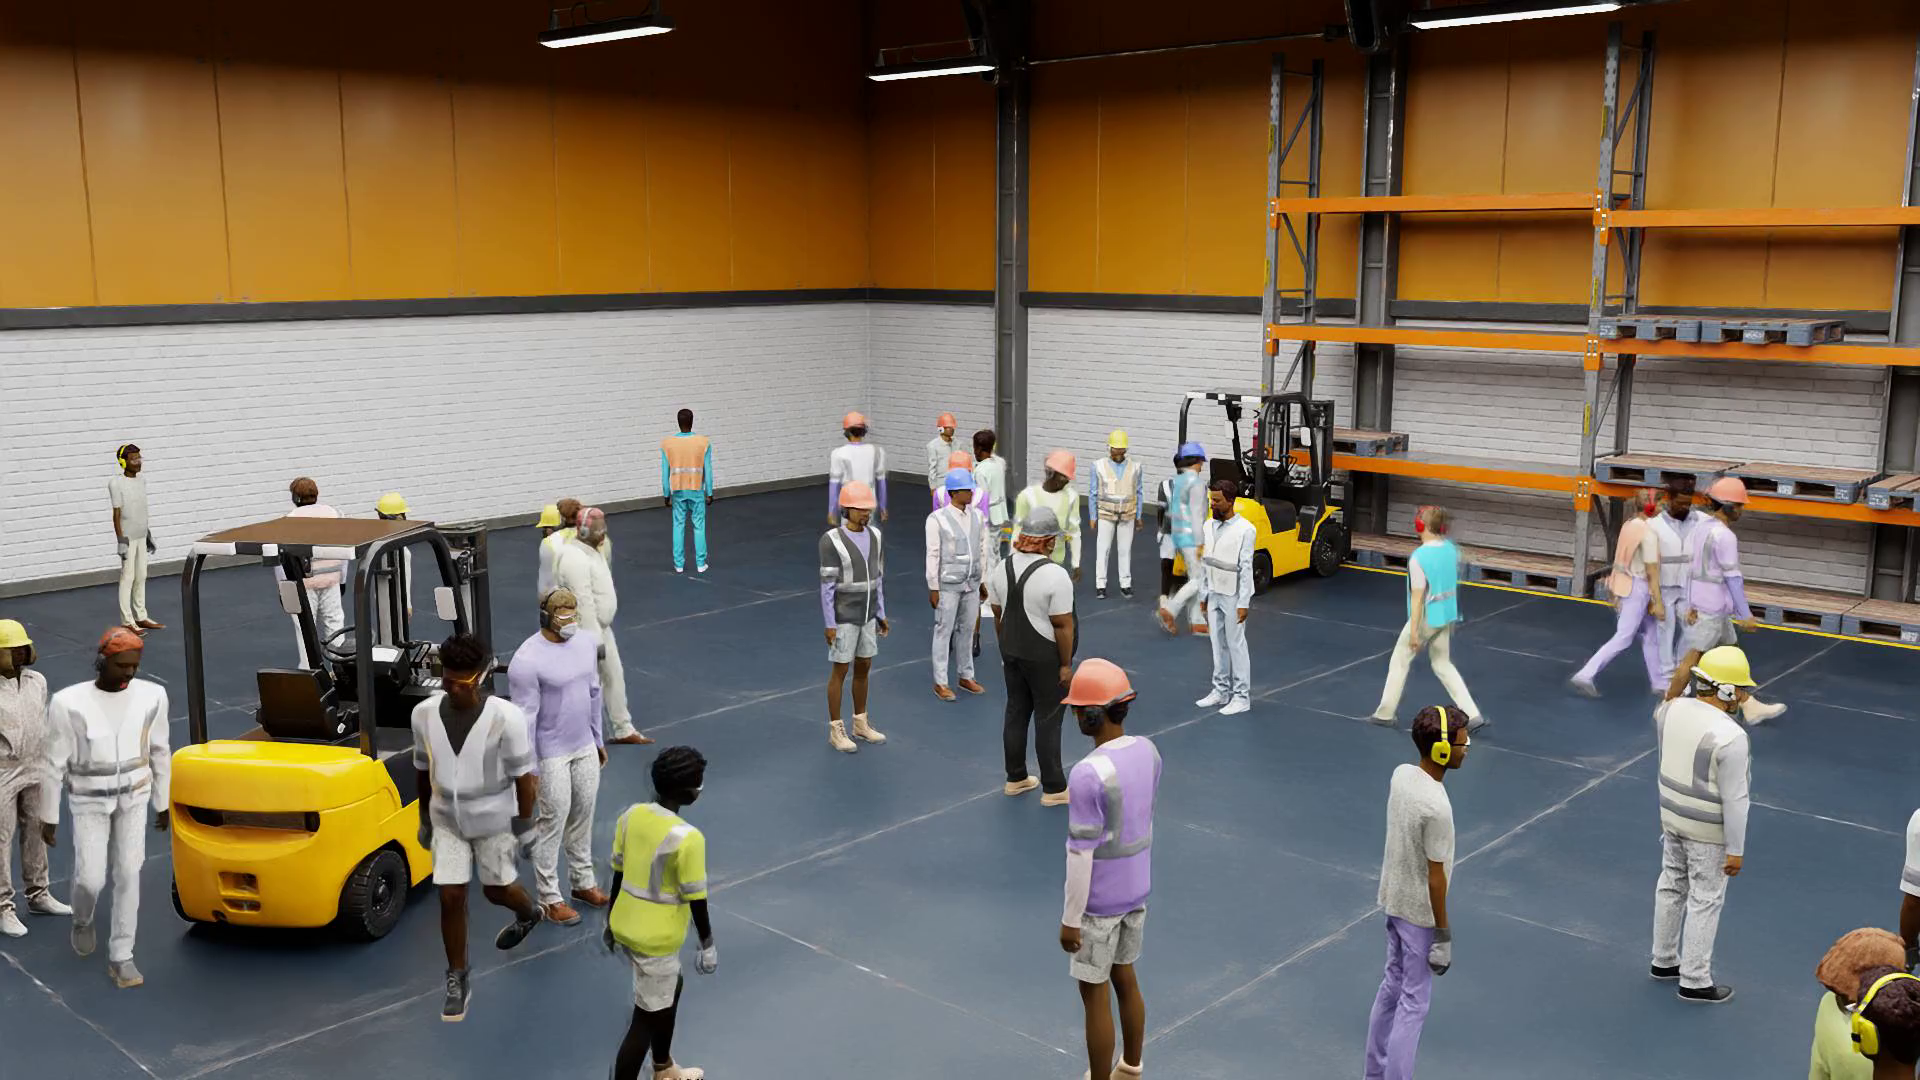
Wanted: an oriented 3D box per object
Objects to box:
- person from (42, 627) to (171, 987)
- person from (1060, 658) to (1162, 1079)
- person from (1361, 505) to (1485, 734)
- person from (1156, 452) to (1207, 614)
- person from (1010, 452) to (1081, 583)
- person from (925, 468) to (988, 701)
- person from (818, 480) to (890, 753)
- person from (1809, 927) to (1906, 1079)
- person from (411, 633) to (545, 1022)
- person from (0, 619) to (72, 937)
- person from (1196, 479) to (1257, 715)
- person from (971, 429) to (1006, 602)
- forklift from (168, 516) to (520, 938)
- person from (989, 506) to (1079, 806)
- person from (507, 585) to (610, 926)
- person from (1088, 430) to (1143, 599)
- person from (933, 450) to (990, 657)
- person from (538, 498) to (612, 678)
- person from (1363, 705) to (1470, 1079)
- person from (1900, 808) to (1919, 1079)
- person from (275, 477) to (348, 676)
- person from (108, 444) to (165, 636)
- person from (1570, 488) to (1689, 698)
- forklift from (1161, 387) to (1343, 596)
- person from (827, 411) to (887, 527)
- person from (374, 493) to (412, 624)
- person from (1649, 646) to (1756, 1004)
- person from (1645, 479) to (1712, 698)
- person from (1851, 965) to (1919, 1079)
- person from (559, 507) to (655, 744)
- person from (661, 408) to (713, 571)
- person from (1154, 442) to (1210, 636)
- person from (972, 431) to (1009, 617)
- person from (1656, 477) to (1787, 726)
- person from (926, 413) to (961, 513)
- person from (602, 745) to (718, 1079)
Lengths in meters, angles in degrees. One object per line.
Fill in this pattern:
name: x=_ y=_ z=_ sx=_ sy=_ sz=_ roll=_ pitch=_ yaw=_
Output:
person: x=-4.406 y=1.350 z=8.568 sx=0.653 sy=1.858 sz=0.546 roll=-9 pitch=14 yaw=-43
person: x=0.613 y=1.511 z=7.181 sx=0.411 sy=2.032 sz=0.611 roll=7 pitch=12 yaw=35
person: x=3.650 y=0.625 z=12.899 sx=0.579 sy=1.805 sz=0.934 roll=-9 pitch=13 yaw=-41
person: x=2.275 y=-0.070 z=17.115 sx=0.530 sy=1.697 sz=0.321 roll=1 pitch=10 yaw=6
person: x=0.787 y=0.196 z=14.837 sx=0.632 sy=1.969 sz=0.926 roll=-5 pitch=11 yaw=-25
person: x=-0.020 y=0.362 z=13.938 sx=0.614 sy=1.949 sz=0.382 roll=-8 pitch=13 yaw=-38
person: x=-0.776 y=0.564 z=12.520 sx=0.379 sy=2.045 sz=0.605 roll=10 pitch=14 yaw=43
person: x=2.858 y=2.026 z=5.391 sx=0.282 sy=1.627 sz=0.502 roll=4 pitch=11 yaw=23
person: x=-2.414 y=1.357 z=8.376 sx=0.647 sy=1.926 sz=0.826 roll=1 pitch=10 yaw=5
person: x=-5.212 y=1.296 z=9.210 sx=0.288 sy=1.746 sz=0.484 roll=3 pitch=10 yaw=18
person: x=2.179 y=0.453 z=13.553 sx=0.386 sy=1.912 sz=0.592 roll=-6 pitch=11 yaw=-29
person: x=0.271 y=-0.267 z=17.845 sx=0.528 sy=1.835 sz=0.441 roll=-9 pitch=13 yaw=-40
forklift: x=-3.583 y=0.976 z=9.748 sx=1.214 sy=2.155 sz=2.313 roll=2 pitch=10 yaw=11
person: x=0.554 y=0.770 z=11.358 sx=0.536 sy=2.000 sz=0.681 roll=-9 pitch=13 yaw=-41
person: x=-2.230 y=1.189 z=9.305 sx=0.381 sy=1.928 sz=0.641 roll=5 pitch=11 yaw=28
person: x=1.682 y=-0.275 z=17.911 sx=0.600 sy=1.829 sz=0.404 roll=-1 pitch=10 yaw=-7
person: x=0.004 y=0.128 z=15.343 sx=0.547 sy=1.929 sz=0.386 roll=3 pitch=10 yaw=16
person: x=-3.092 y=0.565 z=13.171 sx=0.659 sy=1.812 sz=0.705 roll=-8 pitch=13 yaw=-40
person: x=1.965 y=1.606 z=7.136 sx=0.342 sy=1.864 sz=0.515 roll=-1 pitch=10 yaw=-6
person: x=4.011 y=1.656 z=6.527 sx=0.613 sy=1.965 sz=0.361 roll=5 pitch=11 yaw=27
person: x=-5.543 y=0.372 z=14.230 sx=0.628 sy=1.838 sz=0.429 roll=-10 pitch=14 yaw=-44
person: x=-8.077 y=-0.010 z=16.286 sx=0.330 sy=1.874 sz=0.518 roll=1 pitch=10 yaw=8
person: x=5.622 y=0.448 z=13.878 sx=0.950 sy=1.798 sz=0.577 roll=1 pitch=10 yaw=7
forklift: x=3.298 y=-0.608 z=18.767 sx=1.214 sy=2.155 sz=2.313 roll=9 pitch=13 yaw=42
person: x=-1.113 y=-0.376 z=17.939 sx=0.639 sy=2.022 sz=0.468 roll=-6 pitch=11 yaw=-29
person: x=-4.651 y=0.492 z=13.723 sx=0.315 sy=1.769 sz=0.524 roll=-8 pitch=13 yaw=-37
person: x=3.718 y=1.416 z=8.321 sx=0.403 sy=1.820 sz=0.603 roll=-2 pitch=10 yaw=-14
person: x=5.946 y=0.413 z=13.825 sx=0.639 sy=1.885 sz=0.466 roll=0 pitch=10 yaw=2
person: x=2.470 y=2.064 z=4.519 sx=0.510 sy=1.861 sz=0.324 roll=-2 pitch=10 yaw=-10
person: x=-2.826 y=0.675 z=12.447 sx=0.909 sy=1.867 sz=0.642 roll=0 pitch=10 yaw=2
person: x=-3.175 y=-0.573 z=19.387 sx=0.587 sy=1.911 sz=0.397 roll=-1 pitch=10 yaw=-3
person: x=2.237 y=0.002 z=16.135 sx=0.579 sy=1.898 sz=0.650 roll=-1 pitch=10 yaw=-7
person: x=0.291 y=-0.162 z=17.034 sx=0.394 sy=1.913 sz=0.590 roll=3 pitch=10 yaw=17
person: x=5.983 y=0.511 z=12.974 sx=1.006 sy=1.990 sz=0.622 roll=2 pitch=10 yaw=13
person: x=-0.168 y=-0.689 z=20.470 sx=0.321 sy=1.755 sz=0.563 roll=9 pitch=13 yaw=42
person: x=-1.287 y=1.696 z=7.139 sx=0.673 sy=1.654 sz=0.548 roll=-8 pitch=13 yaw=-39
